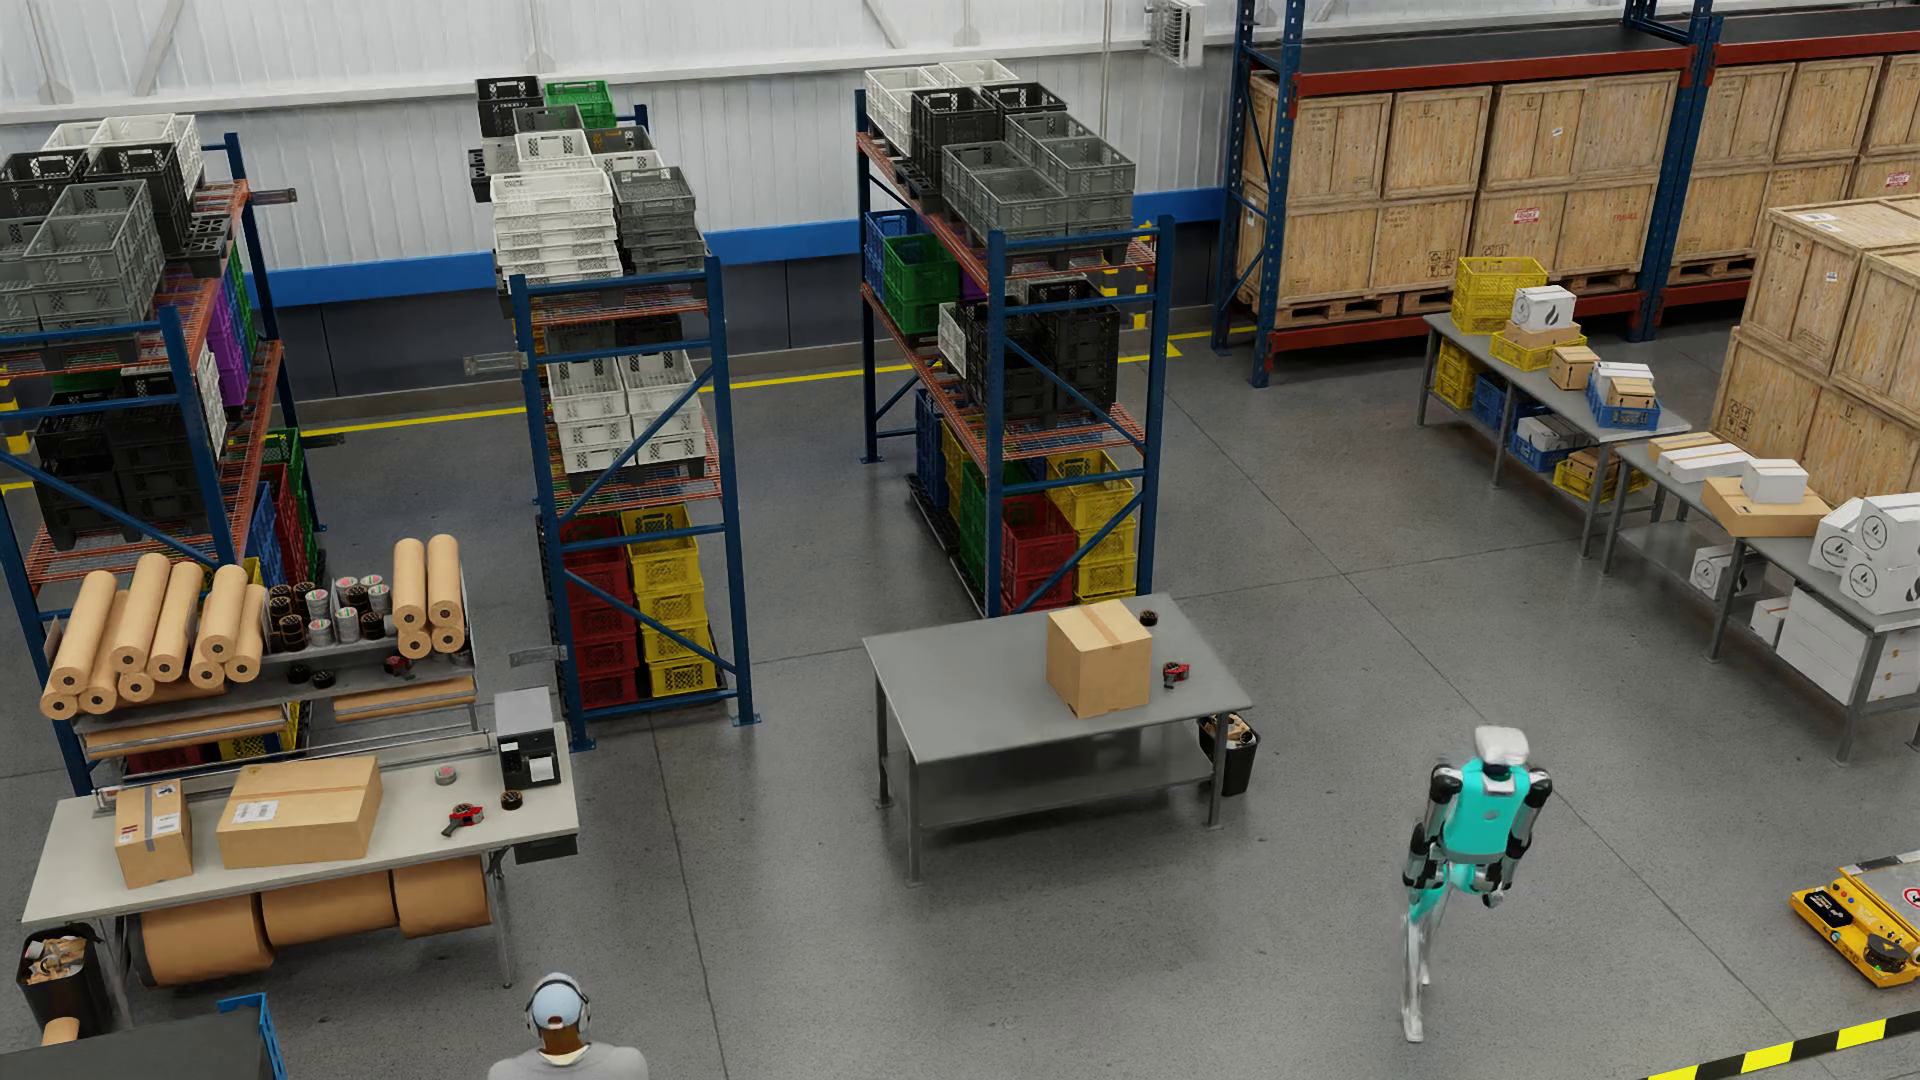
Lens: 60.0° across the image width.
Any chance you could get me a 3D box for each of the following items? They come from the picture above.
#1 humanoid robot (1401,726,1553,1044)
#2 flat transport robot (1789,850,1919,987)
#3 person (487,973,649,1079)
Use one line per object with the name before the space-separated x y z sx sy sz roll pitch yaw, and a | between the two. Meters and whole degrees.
humanoid robot | 2.338 1.497 7.916 0.557 1.771 0.819 0 29 0
flat transport robot | 5.163 1.916 8.676 1.431 0.231 0.659 -8 30 -14
person | -1.408 2.346 6.251 0.587 1.850 0.388 -5 29 -9
